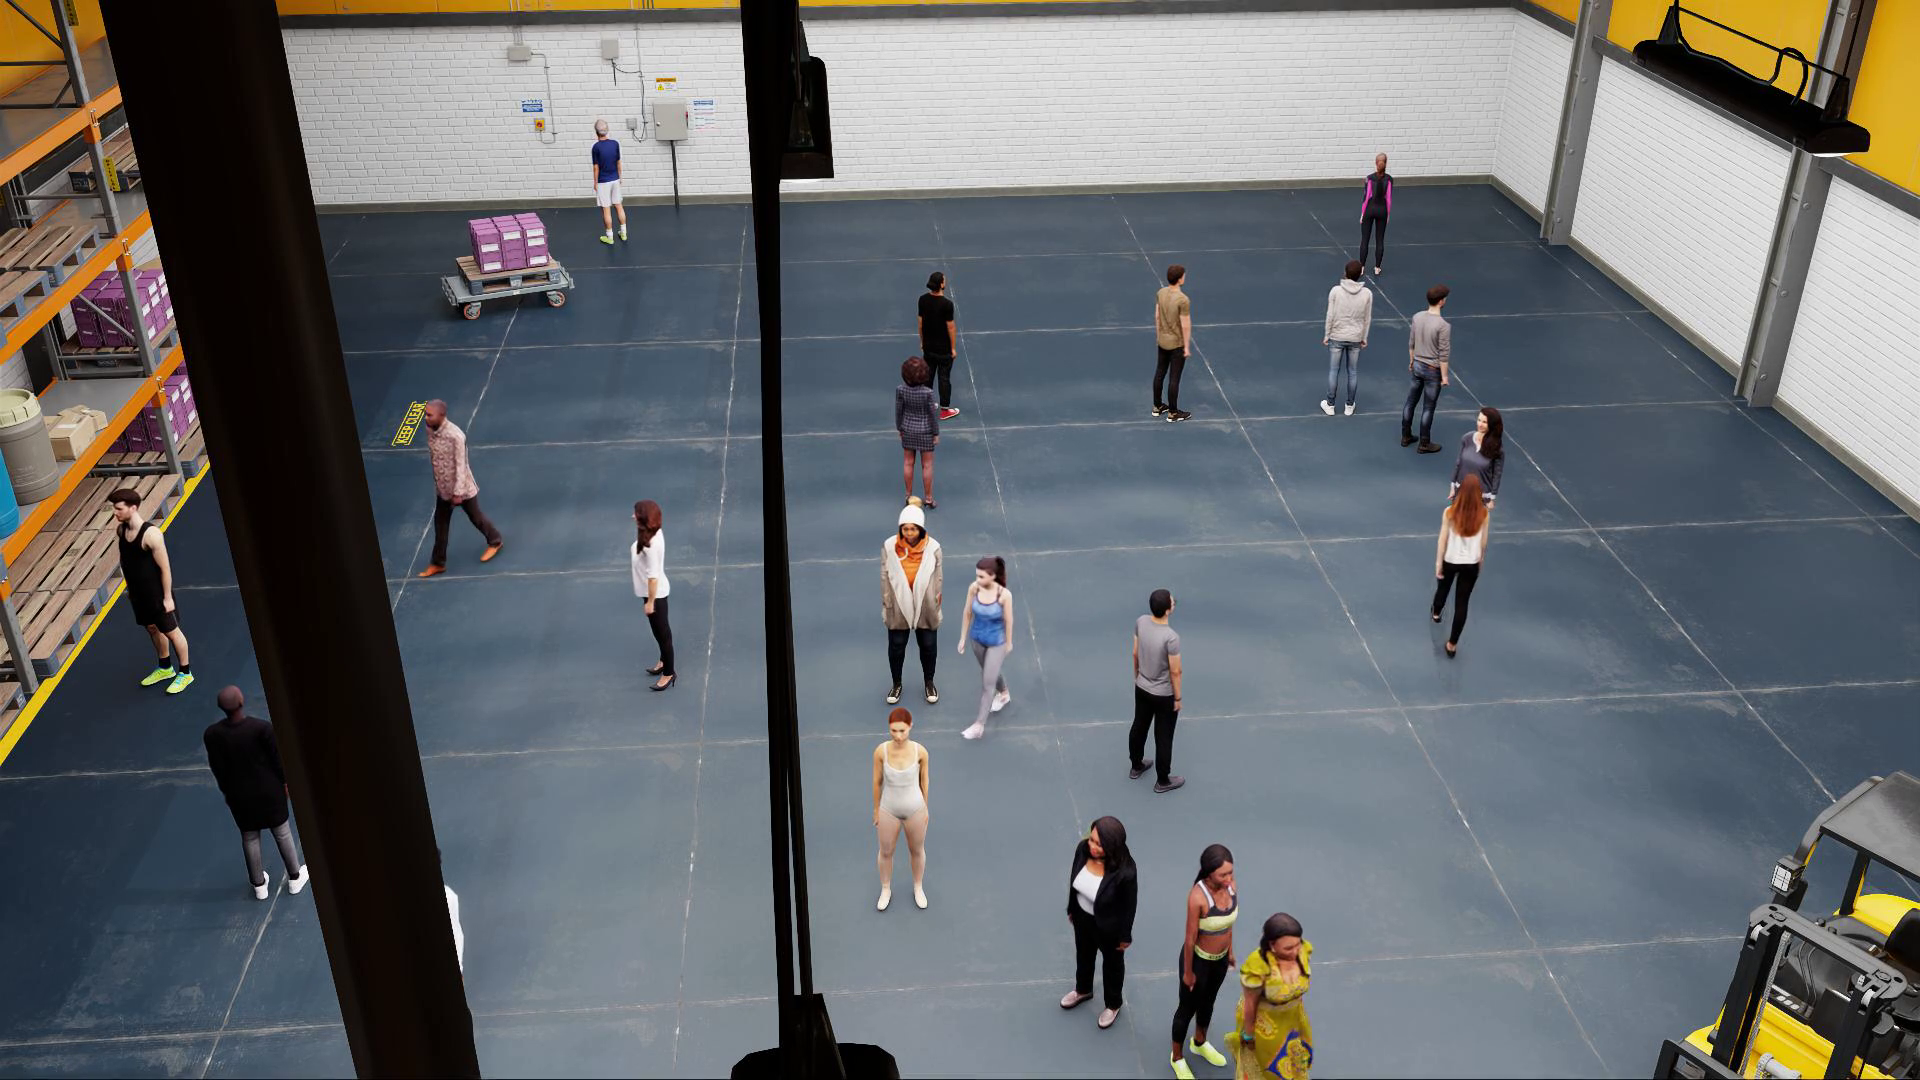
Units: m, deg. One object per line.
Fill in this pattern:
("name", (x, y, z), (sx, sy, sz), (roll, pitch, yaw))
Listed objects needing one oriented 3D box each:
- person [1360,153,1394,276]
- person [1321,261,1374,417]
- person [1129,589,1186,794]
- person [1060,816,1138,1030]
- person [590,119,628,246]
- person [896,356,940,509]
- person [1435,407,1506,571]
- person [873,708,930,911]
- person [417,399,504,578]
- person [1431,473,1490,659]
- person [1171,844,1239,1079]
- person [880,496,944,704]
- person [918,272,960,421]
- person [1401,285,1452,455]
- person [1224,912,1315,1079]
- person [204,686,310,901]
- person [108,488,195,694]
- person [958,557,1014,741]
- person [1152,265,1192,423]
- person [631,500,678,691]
("person", (5.880, -4.621, 23.551), (0.585, 1.752, 0.604), (2, 29, 3))
("person", (4.472, -2.342, 19.267), (0.689, 1.853, 0.597), (1, 29, 1))
("person", (1.533, 1.152, 12.964), (0.767, 1.755, 0.679), (-23, 36, -36))
("person", (0.918, 2.434, 10.758), (0.766, 1.616, 0.823), (21, 35, 33))
("person", (-5.258, -5.356, 24.809), (0.710, 1.836, 0.739), (-24, 37, -37))
("person", (-0.436, -1.093, 17.135), (0.690, 1.703, 0.681), (9, 30, 16))
("person", (4.914, -0.458, 15.903), (0.679, 1.767, 0.737), (21, 35, 34))
("person", (-0.412, 1.888, 11.733), (0.541, 1.641, 0.470), (-2, 29, -3))
("person", (-4.800, -0.540, 16.051), (1.138, 1.768, 1.275), (18, 33, 29))
("person", (4.426, 0.257, 14.677), (0.795, 1.686, 1.090), (7, 29, 12))
("person", (1.513, 2.595, 10.319), (0.640, 1.754, 0.662), (-20, 34, -32))
("person", (-0.399, 0.504, 14.011), (0.683, 1.890, 0.656), (-1, 29, -2))
("person", (-0.259, -2.253, 19.203), (0.726, 1.758, 0.759), (16, 33, 27))
("person", (5.162, -1.893, 18.391), (0.833, 1.904, 0.714), (-19, 34, -31))
("person", (1.809, 2.839, 9.987), (1.047, 1.644, 1.147), (-21, 35, -33))
("person", (-5.007, 1.784, 11.799), (0.664, 1.762, 0.586), (-6, 29, -11))
("person", (-6.904, 0.411, 14.180), (0.768, 1.892, 0.765), (12, 31, 21))
("person", (0.279, 0.820, 13.775), (0.986, 1.561, 1.078), (19, 34, 30))
("person", (2.431, -2.282, 19.160), (0.814, 1.851, 0.699), (-19, 34, -31))
("person", (-2.595, 0.455, 14.199), (0.687, 1.795, 0.488), (-6, 29, -10))
